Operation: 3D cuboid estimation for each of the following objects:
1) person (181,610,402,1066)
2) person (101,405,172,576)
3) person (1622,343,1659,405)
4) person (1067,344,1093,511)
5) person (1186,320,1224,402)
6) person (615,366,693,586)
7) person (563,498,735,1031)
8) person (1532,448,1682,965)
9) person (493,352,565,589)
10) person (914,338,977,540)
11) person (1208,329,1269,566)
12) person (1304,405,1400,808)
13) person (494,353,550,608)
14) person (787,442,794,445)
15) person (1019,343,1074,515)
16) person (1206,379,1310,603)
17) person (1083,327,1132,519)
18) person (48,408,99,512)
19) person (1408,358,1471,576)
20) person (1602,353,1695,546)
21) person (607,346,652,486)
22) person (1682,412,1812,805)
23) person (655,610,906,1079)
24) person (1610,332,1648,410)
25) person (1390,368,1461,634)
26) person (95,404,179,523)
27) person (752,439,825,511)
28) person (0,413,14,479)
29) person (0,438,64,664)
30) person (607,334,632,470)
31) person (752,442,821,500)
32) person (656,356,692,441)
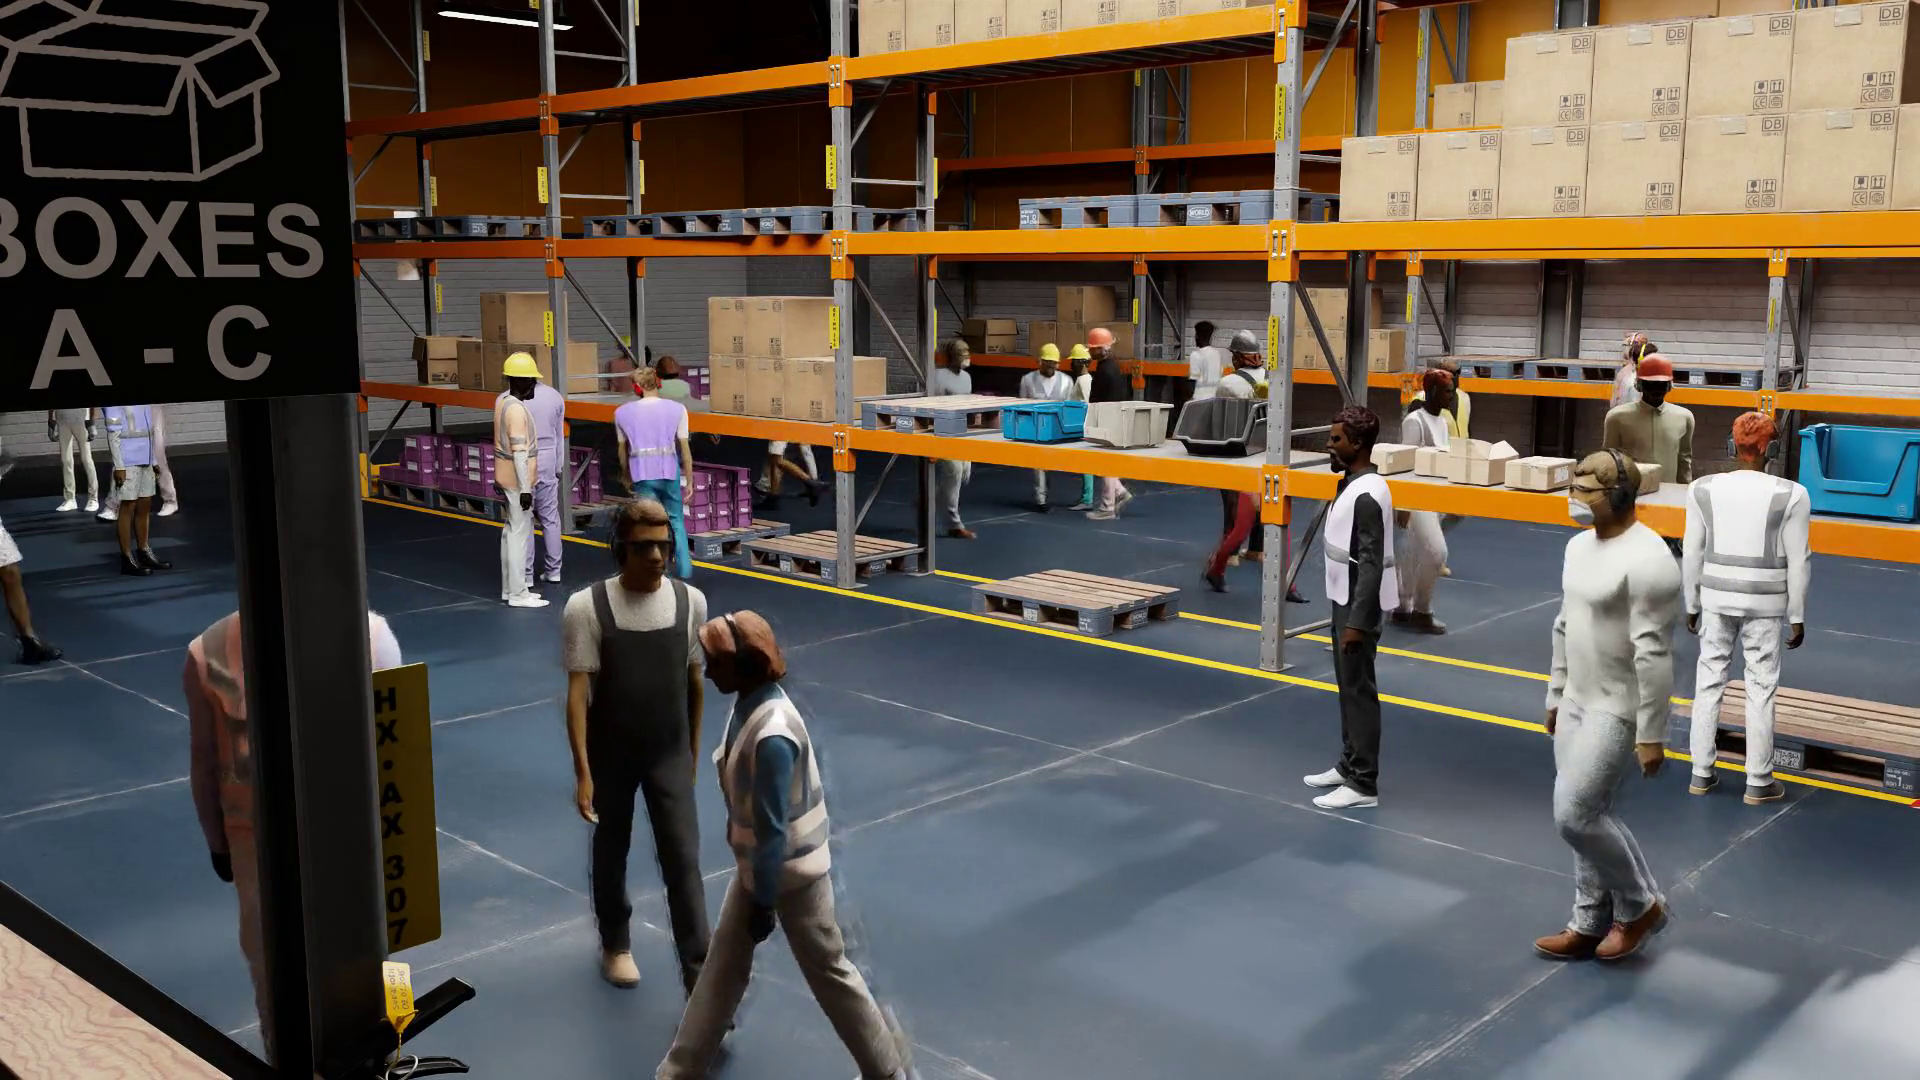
[{"bbox_3d":[-2.005,0.837,5.090,0.625,1.813,0.821,-4,10,-24],"label":"person"},{"bbox_3d":[-6.907,-0.672,13.951,0.358,1.938,0.548,1,9,7],"label":"person"},{"bbox_3d":[6.586,-0.992,16.180,0.440,1.848,0.541,4,10,24],"label":"person"},{"bbox_3d":[1.279,-1.190,17.648,0.310,1.768,0.533,1,9,4],"label":"person"},{"bbox_3d":[3.000,-1.691,20.174,0.660,1.943,0.622,8,12,41],"label":"person"},{"bbox_3d":[-2.398,-0.465,13.087,0.581,1.803,0.804,-2,9,-9],"label":"person"},{"bbox_3d":[-1.072,0.753,5.647,0.517,1.789,0.990,-4,10,-24],"label":"person"},{"bbox_3d":[2.308,0.624,6.042,0.435,1.922,0.654,-1,9,-4],"label":"person"},{"bbox_3d":[-3.475,-0.557,13.364,0.406,1.902,0.638,8,12,39],"label":"person"},{"bbox_3d":[-0.142,-0.968,15.844,0.684,1.916,0.627,6,11,32],"label":"person"},{"bbox_3d":[2.421,-0.804,14.442,0.684,2.000,0.538,-7,11,-35],"label":"person"},{"bbox_3d":[1.888,0.318,7.940,0.386,1.918,0.596,1,9,6],"label":"person"},{"bbox_3d":[-3.331,-0.452,12.629,0.385,1.925,0.592,-4,10,-23],"label":"person"},{"bbox_3d":[-2.543,-2.325,24.142,0.441,1.911,0.620,3,10,19],"label":"person"},{"bbox_3d":[0.906,-1.199,17.650,0.592,1.792,0.901,-1,9,-6],"label":"person"},{"bbox_3d":[2.302,-0.398,12.916,0.515,1.723,0.886,-8,12,-41],"label":"person"},{"bbox_3d":[1.459,-1.173,16.913,0.470,1.972,0.631,-1,9,-5],"label":"person"},{"bbox_3d":[-9.385,-1.220,17.555,0.509,1.860,0.315,0,9,-1],"label":"person"},{"bbox_3d":[4.015,-0.606,13.879,0.651,1.827,0.442,-5,10,-26],"label":"person"},{"bbox_3d":[4.670,-0.273,11.326,0.616,1.993,0.395,1,9,4],"label":"person"},{"bbox_3d":[-3.778,-1.443,19.515,0.794,1.661,0.543,4,10,24],"label":"person"},{"bbox_3d":[3.765,0.326,7.994,0.575,1.885,0.355,8,12,40],"label":"person"},{"bbox_3d":[-0.580,0.973,4.951,0.897,1.577,0.543,-3,10,-19],"label":"person"},{"bbox_3d":[6.951,-1.197,17.261,0.410,1.908,0.643,8,12,41],"label":"person"},{"bbox_3d":[3.318,-0.270,11.699,0.616,1.861,0.609,7,12,36],"label":"person"},{"bbox_3d":[-8.393,-1.107,16.931,0.622,1.840,0.999,1,9,7],"label":"person"},{"bbox_3d":[-1.800,-1.230,17.522,0.757,1.897,0.583,2,10,14],"label":"person"},{"bbox_3d":[-11.793,-1.573,20.107,0.357,1.727,0.501,-6,11,-32],"label":"person"},{"bbox_3d":[-6.209,-0.105,10.594,0.917,1.898,0.555,3,10,20],"label":"person"},{"bbox_3d":[-4.166,-1.721,20.938,0.539,1.746,0.396,-8,12,-41],"label":"person"},{"bbox_3d":[-1.945,-1.326,18.420,0.926,1.780,0.623,4,10,21],"label":"person"},{"bbox_3d":[-3.205,-1.196,18.149,0.516,1.613,0.574,-8,12,-41],"label":"person"}]
